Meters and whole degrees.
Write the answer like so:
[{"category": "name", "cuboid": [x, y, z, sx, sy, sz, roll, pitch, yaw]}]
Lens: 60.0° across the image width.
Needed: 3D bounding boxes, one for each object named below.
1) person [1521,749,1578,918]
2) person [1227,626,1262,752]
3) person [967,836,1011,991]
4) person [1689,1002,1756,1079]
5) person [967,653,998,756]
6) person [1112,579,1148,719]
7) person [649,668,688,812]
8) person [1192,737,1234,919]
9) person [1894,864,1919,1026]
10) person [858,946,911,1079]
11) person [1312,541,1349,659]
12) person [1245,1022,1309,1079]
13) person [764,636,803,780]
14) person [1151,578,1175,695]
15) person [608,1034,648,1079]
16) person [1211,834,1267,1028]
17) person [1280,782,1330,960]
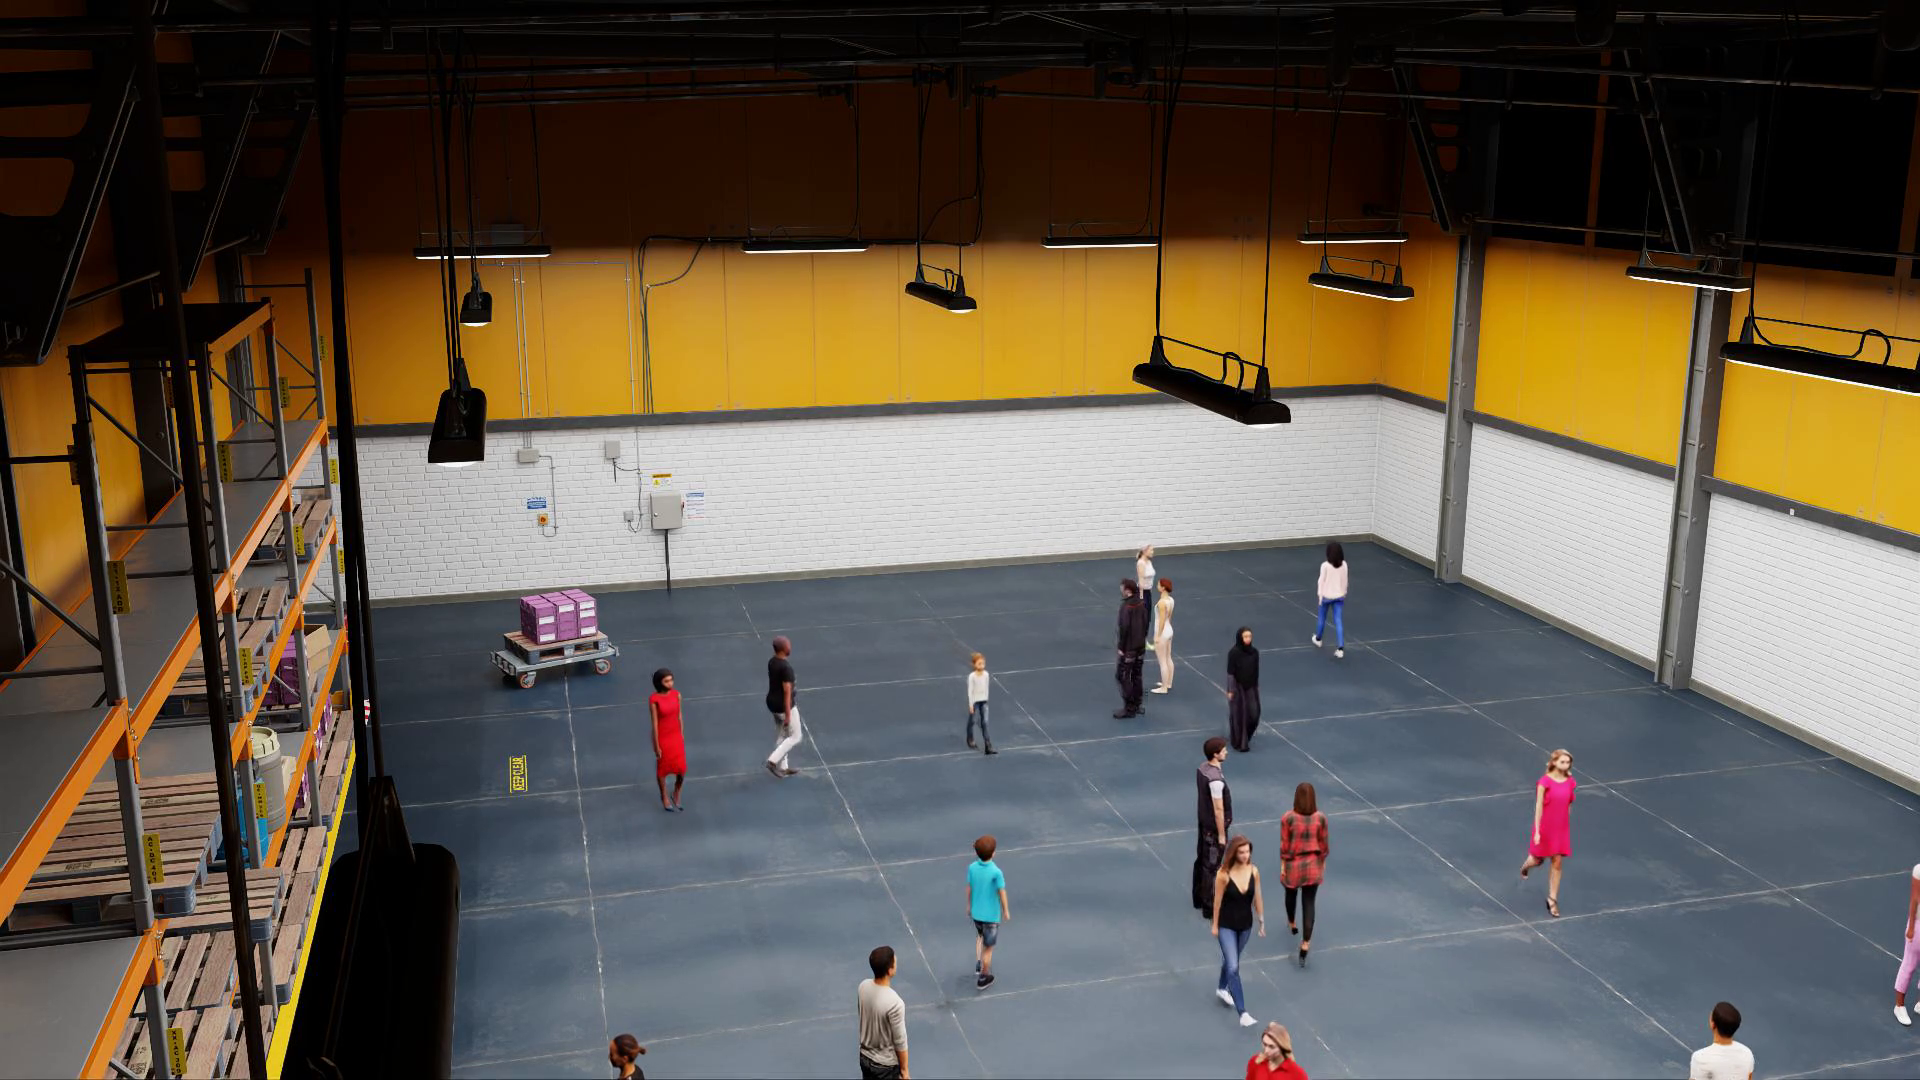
[{"category": "person", "cuboid": [5.900, 2.887, 16.741, 0.677, 1.703, 0.966, -1, 14, -6]}, {"category": "person", "cuboid": [3.572, 1.862, 21.178, 0.608, 1.607, 0.762, -3, 14, -13]}, {"category": "person", "cuboid": [0.199, 3.407, 15.159, 0.678, 1.436, 0.733, 11, 17, 37]}, {"category": "person", "cuboid": [5.296, 4.102, 11.541, 0.681, 1.788, 0.798, -5, 15, -20]}, {"category": "person", "cuboid": [0.191, 2.067, 21.044, 0.644, 1.270, 0.971, -8, 16, -29]}, {"category": "person", "cuboid": [2.302, 1.432, 22.324, 0.894, 1.902, 0.867, -9, 16, -33]}, {"category": "person", "cuboid": [-3.420, 2.290, 19.142, 0.722, 1.732, 0.761, -12, 18, -40]}, {"category": "person", "cuboid": [2.503, 2.847, 16.599, 0.723, 1.848, 0.531, -2, 14, -9]}, {"category": "person", "cuboid": [8.487, 3.392, 14.574, 0.605, 1.740, 0.550, -2, 14, -7]}, {"category": "person", "cuboid": [-0.600, 3.878, 12.422, 0.646, 1.809, 0.766, 13, 19, 43]}, {"category": "person", "cuboid": [5.592, 0.925, 24.812, 0.747, 1.717, 1.192, -2, 14, -9]}, {"category": "person", "cuboid": [2.249, 4.137, 11.666, 1.123, 1.661, 1.099, 11, 17, 38]}, {"category": "person", "cuboid": [-2.207, 2.042, 20.043, 0.859, 1.791, 0.835, -9, 16, -32]}, {"category": "person", "cuboid": [2.861, 1.330, 23.298, 0.669, 1.643, 0.599, 7, 15, 25]}, {"category": "person", "cuboid": [-2.242, 4.177, 11.492, 0.657, 1.665, 0.458, -3, 14, -12]}, {"category": "person", "cuboid": [2.393, 3.385, 14.729, 0.693, 1.681, 1.055, -6, 15, -23]}, {"category": "person", "cuboid": [3.251, 3.149, 15.746, 0.898, 1.662, 1.199, 1, 14, 6]}]
